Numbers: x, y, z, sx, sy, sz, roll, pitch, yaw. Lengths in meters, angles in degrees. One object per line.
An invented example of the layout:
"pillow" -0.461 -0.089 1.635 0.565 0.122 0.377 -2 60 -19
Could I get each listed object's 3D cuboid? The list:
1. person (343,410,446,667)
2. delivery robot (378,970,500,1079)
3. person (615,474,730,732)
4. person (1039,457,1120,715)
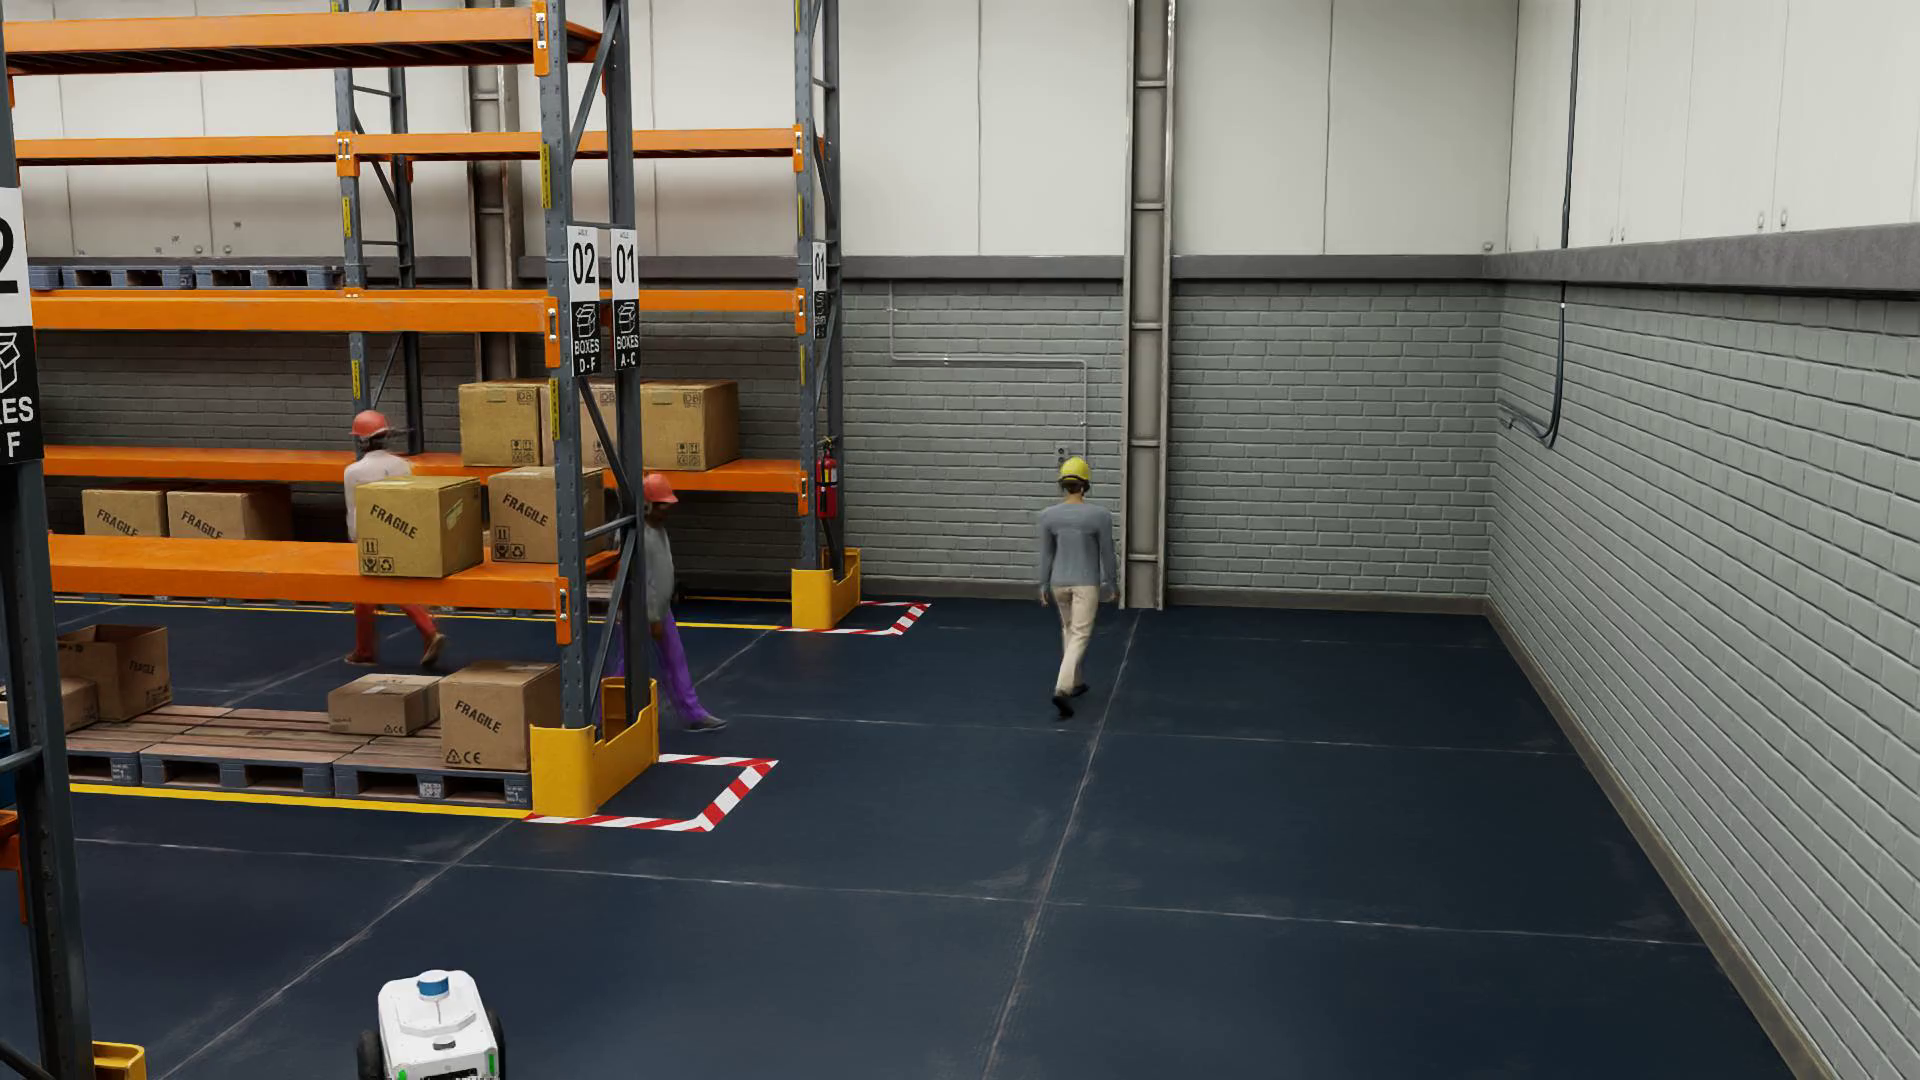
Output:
"person" -4.289 0.010 12.457 0.858 1.970 0.626 5 11 29
"delivery robot" -1.819 1.742 5.783 0.477 0.478 0.707 -4 10 -23
"person" -1.942 0.428 10.662 0.827 1.705 0.575 1 9 8
"person" 0.771 0.298 11.395 0.529 1.730 0.859 5 10 29
